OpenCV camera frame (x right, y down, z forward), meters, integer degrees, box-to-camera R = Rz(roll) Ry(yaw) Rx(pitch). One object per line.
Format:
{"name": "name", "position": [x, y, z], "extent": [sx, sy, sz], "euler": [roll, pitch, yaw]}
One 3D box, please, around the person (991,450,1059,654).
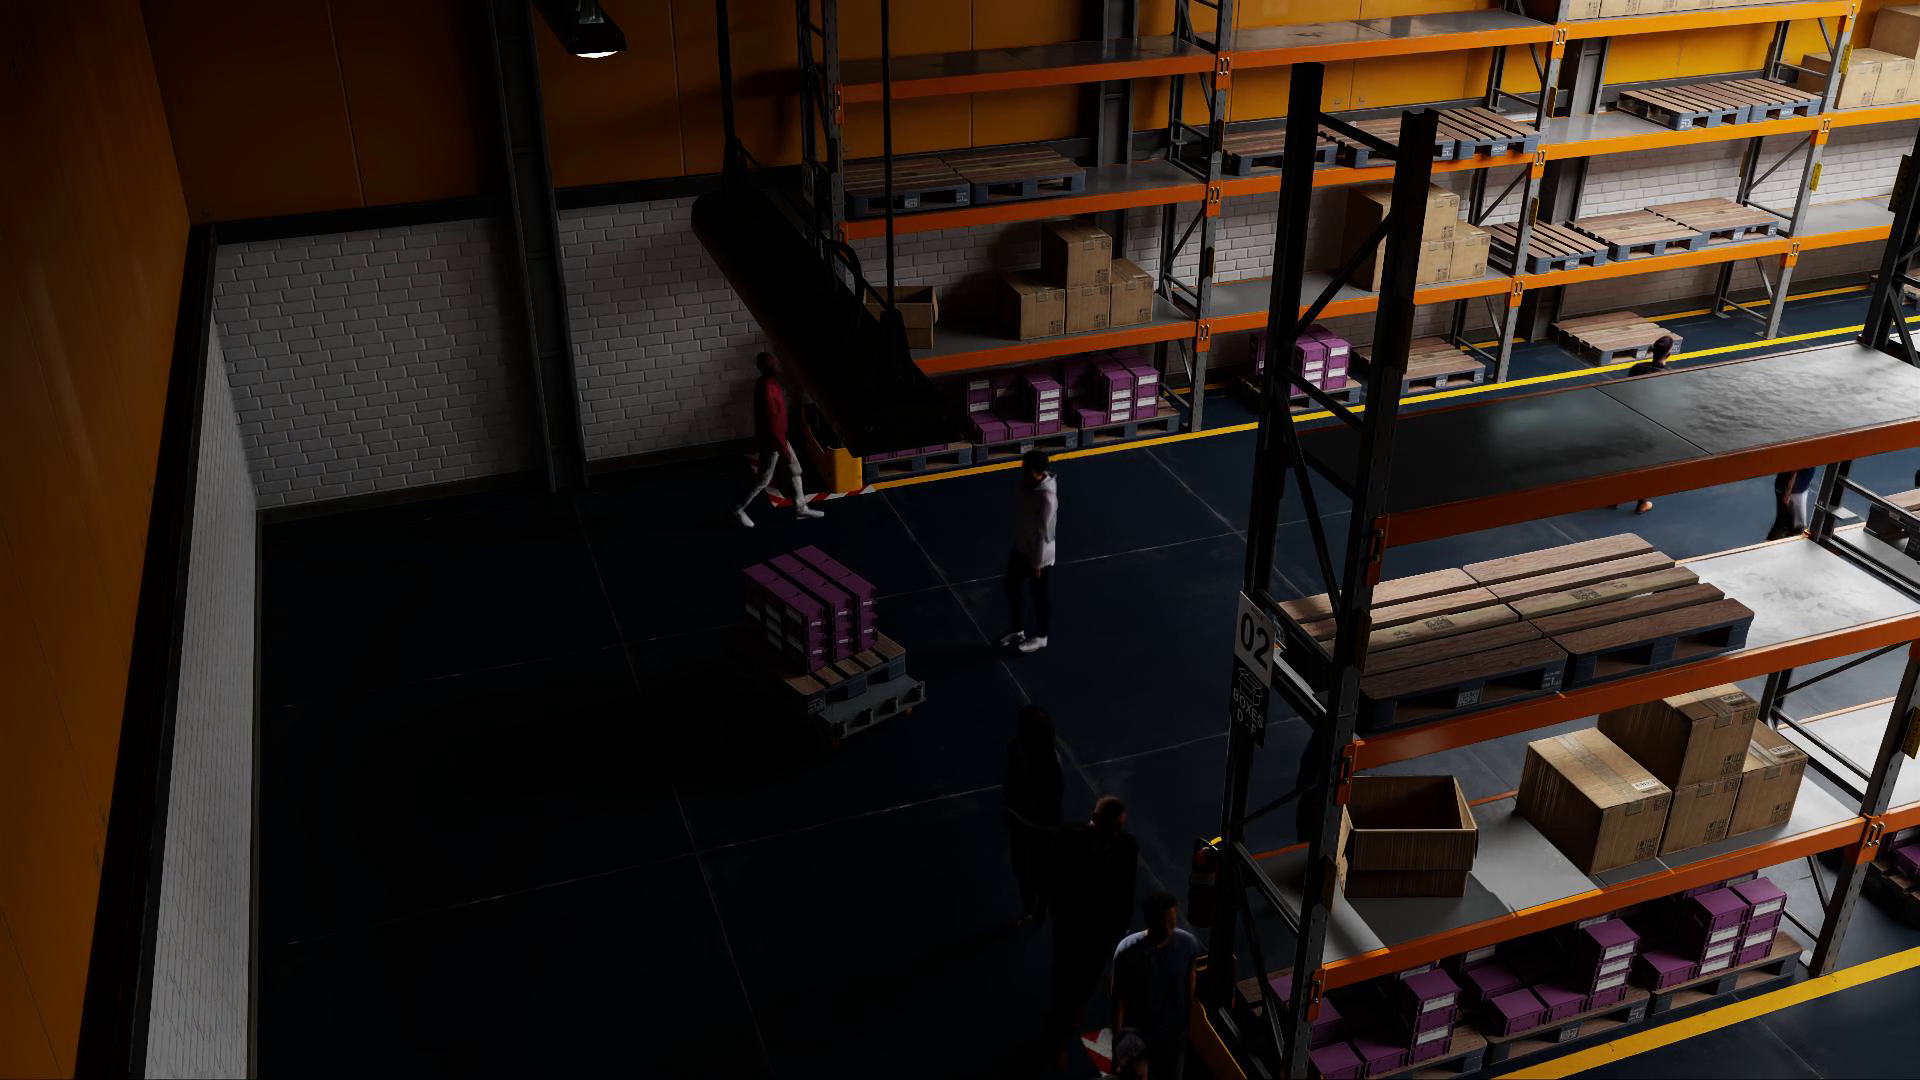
{"name": "person", "position": [0.695, 0.075, 14.008], "extent": [0.789, 1.914, 0.781], "euler": [-15, 32, -25]}

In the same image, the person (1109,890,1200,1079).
{"name": "person", "position": [1.053, 2.671, 9.407], "extent": [1.133, 1.764, 0.886], "euler": [-4, 29, -7]}

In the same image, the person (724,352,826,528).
{"name": "person", "position": [-1.897, -0.938, 15.985], "extent": [1.286, 1.801, 0.959], "euler": [1, 29, 1]}

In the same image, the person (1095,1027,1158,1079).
{"name": "person", "position": [0.840, 3.171, 8.567], "extent": [1.122, 1.690, 0.904], "euler": [-2, 29, -3]}

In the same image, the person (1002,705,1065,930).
{"name": "person", "position": [0.540, 1.811, 10.989], "extent": [0.790, 1.758, 0.853], "euler": [20, 34, 32]}

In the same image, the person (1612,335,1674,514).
{"name": "person", "position": [6.731, -1.137, 16.314], "extent": [0.735, 1.835, 0.739], "euler": [20, 34, 32]}

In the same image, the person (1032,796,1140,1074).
{"name": "person", "position": [0.787, 2.237, 10.092], "extent": [1.031, 1.869, 1.056], "euler": [5, 29, 8]}
